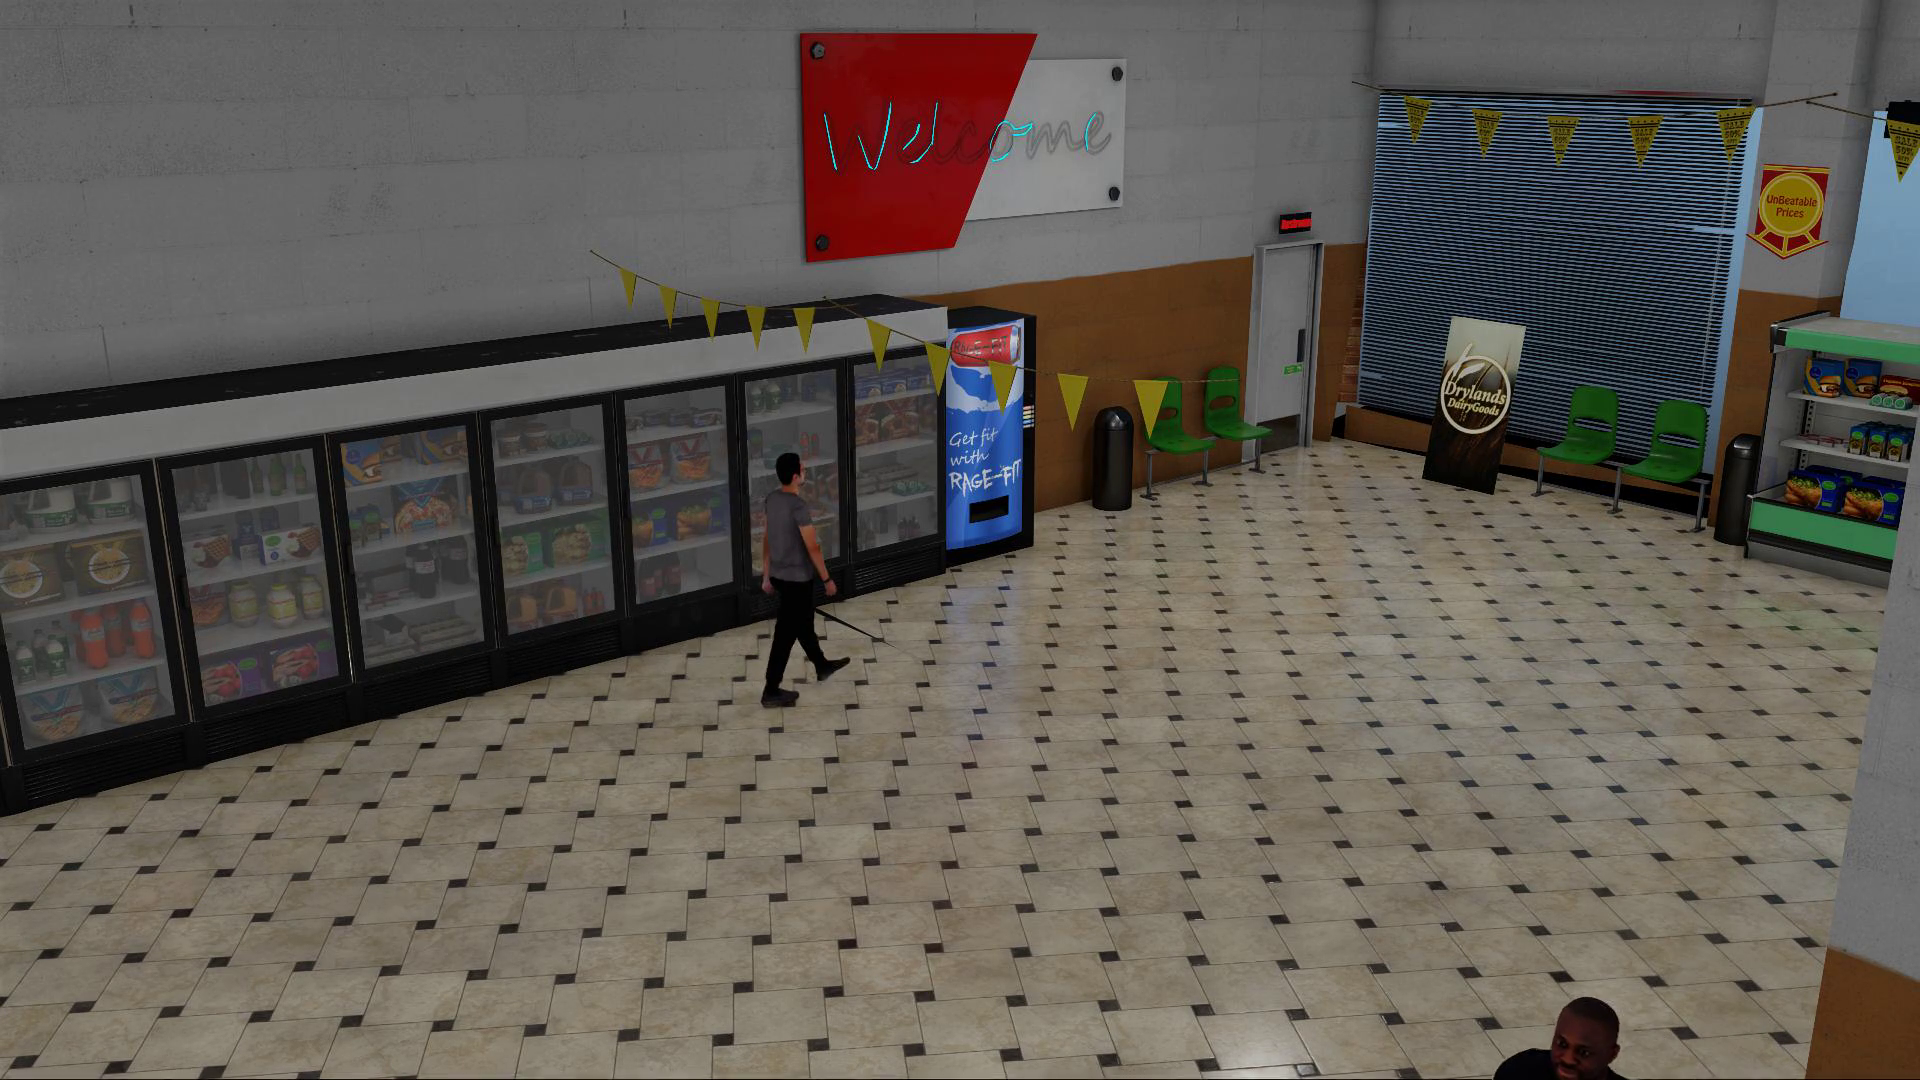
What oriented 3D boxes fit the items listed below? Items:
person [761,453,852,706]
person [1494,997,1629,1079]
[{"bbox_3d":[-1.213,0.292,11.287,0.760,1.723,0.995,-10,20,-30],"label":"person"},{"bbox_3d":[1.856,2.165,5.022,1.096,1.778,0.916,13,21,37],"label":"person"}]
